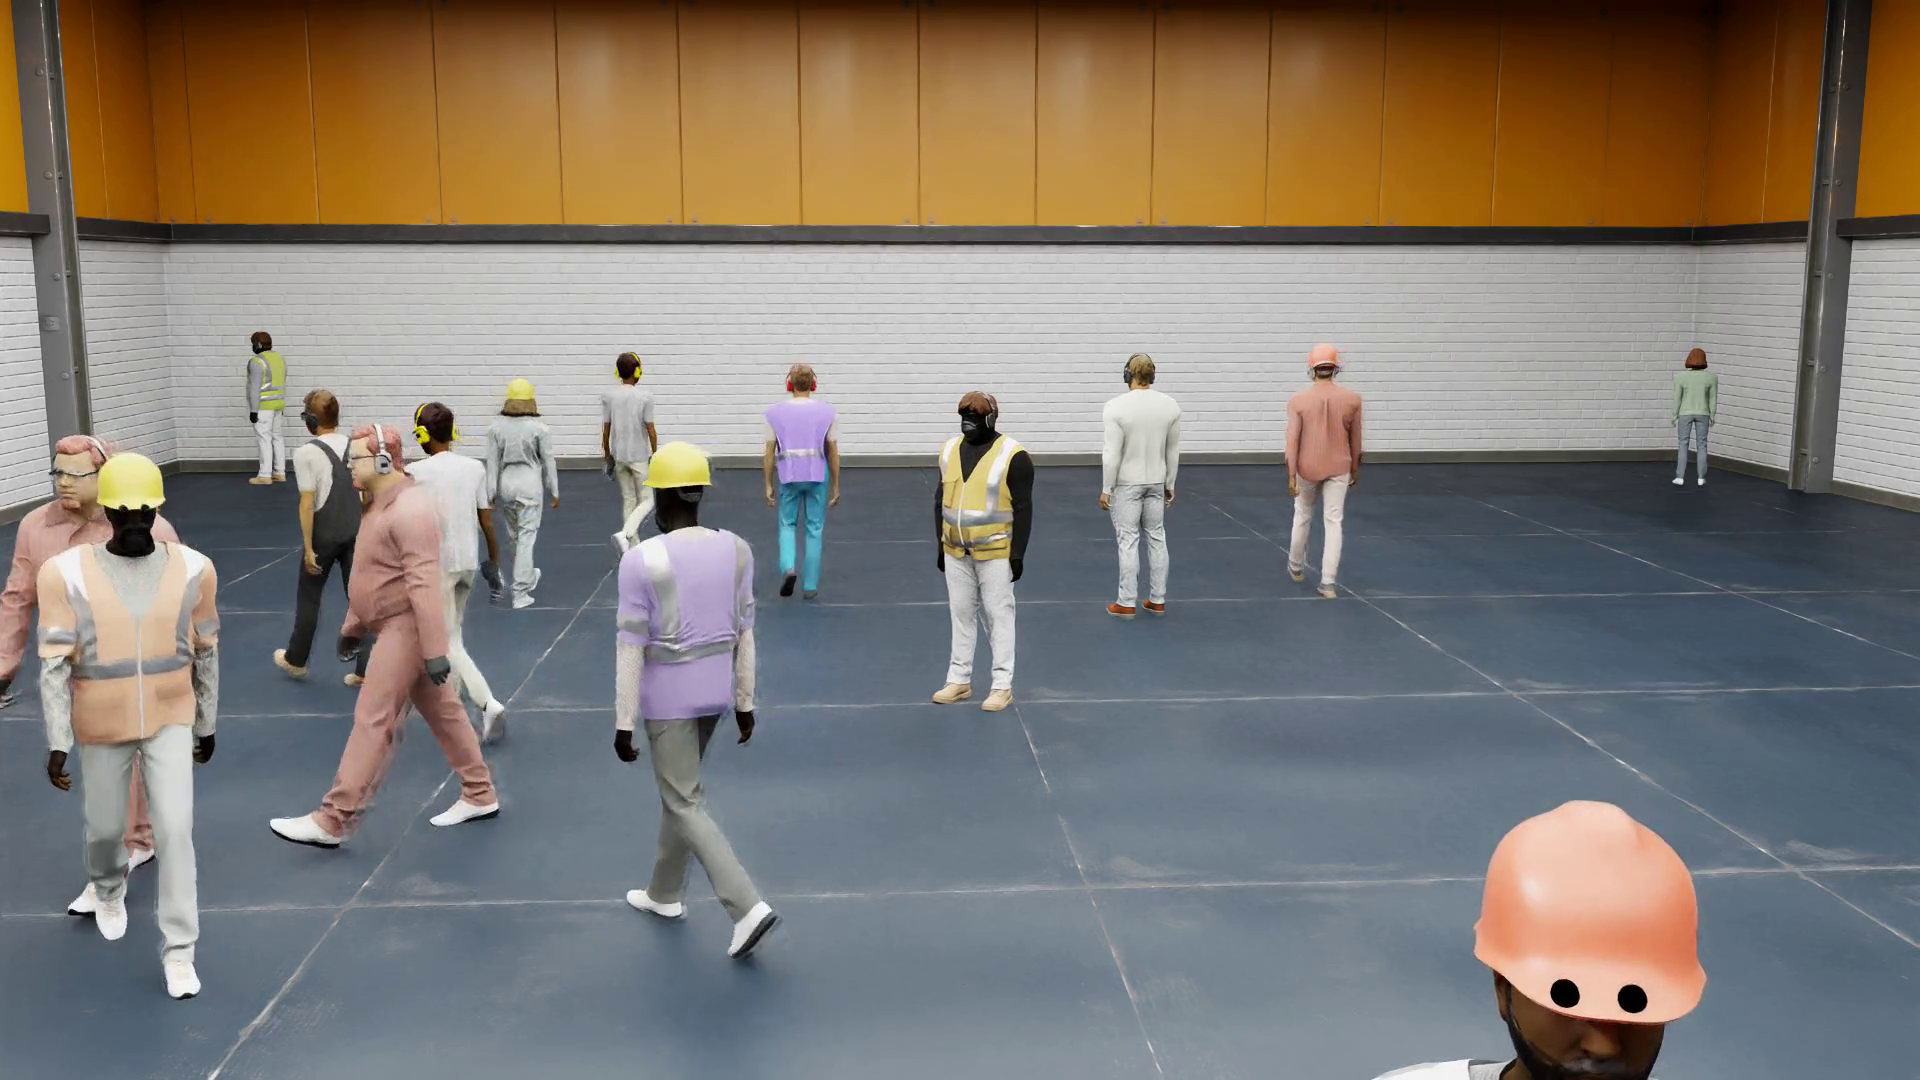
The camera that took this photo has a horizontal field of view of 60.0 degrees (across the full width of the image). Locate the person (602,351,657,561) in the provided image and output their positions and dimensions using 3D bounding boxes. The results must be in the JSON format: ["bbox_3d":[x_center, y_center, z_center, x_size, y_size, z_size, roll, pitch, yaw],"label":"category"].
[{"bbox_3d":[-2.827,-0.684,14.239,0.535,1.855,0.625,3,9,16],"label":"person"}]

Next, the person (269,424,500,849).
[{"bbox_3d":[-2.535,0.416,7.335,1.005,1.851,0.657,-4,10,-24],"label":"person"}]

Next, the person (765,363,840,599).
[{"bbox_3d":[-1.202,-0.436,12.748,0.576,1.829,0.461,-1,9,-3],"label":"person"}]

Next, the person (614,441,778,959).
[{"bbox_3d":[-0.984,0.579,6.185,0.892,1.894,0.594,8,12,40],"label":"person"}]

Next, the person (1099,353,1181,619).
[{"bbox_3d":[1.305,-0.390,12.127,0.636,1.938,0.355,-4,10,-25],"label":"person"}]

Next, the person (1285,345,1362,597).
[{"bbox_3d":[2.873,-0.572,13.238,0.621,1.945,1.005,1,9,5],"label":"person"}]

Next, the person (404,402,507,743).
[{"bbox_3d":[-2.718,0.169,8.973,0.857,1.834,0.545,7,12,38],"label":"person"}]

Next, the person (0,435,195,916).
[{"bbox_3d":[-3.476,0.525,6.612,0.668,1.871,0.887,2,9,10],"label":"person"}]

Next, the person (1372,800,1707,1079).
[{"bbox_3d":[0.662,1.236,1.909,0.545,1.942,0.349,1,9,9],"label":"person"}]

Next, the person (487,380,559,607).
[{"bbox_3d":[-3.327,-0.377,12.794,0.503,1.700,0.884,1,9,9],"label":"person"}]

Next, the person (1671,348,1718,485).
[{"bbox_3d":[8.749,-1.466,19.835,0.499,1.633,0.286,2,9,14],"label":"person"}]

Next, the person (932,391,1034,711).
[{"bbox_3d":[0.112,0.061,9.600,0.624,1.844,0.430,6,11,33],"label":"person"}]

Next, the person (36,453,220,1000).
[{"bbox_3d":[-2.967,0.616,5.974,0.603,1.897,0.905,-6,11,-34],"label":"person"}]

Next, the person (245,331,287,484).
[{"bbox_3d":[-8.327,-1.583,19.968,0.429,1.833,0.629,2,9,10],"label":"person"}]

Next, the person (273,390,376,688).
[{"bbox_3d":[-3.871,-0.007,10.119,0.889,1.809,0.524,7,11,38],"label":"person"}]
